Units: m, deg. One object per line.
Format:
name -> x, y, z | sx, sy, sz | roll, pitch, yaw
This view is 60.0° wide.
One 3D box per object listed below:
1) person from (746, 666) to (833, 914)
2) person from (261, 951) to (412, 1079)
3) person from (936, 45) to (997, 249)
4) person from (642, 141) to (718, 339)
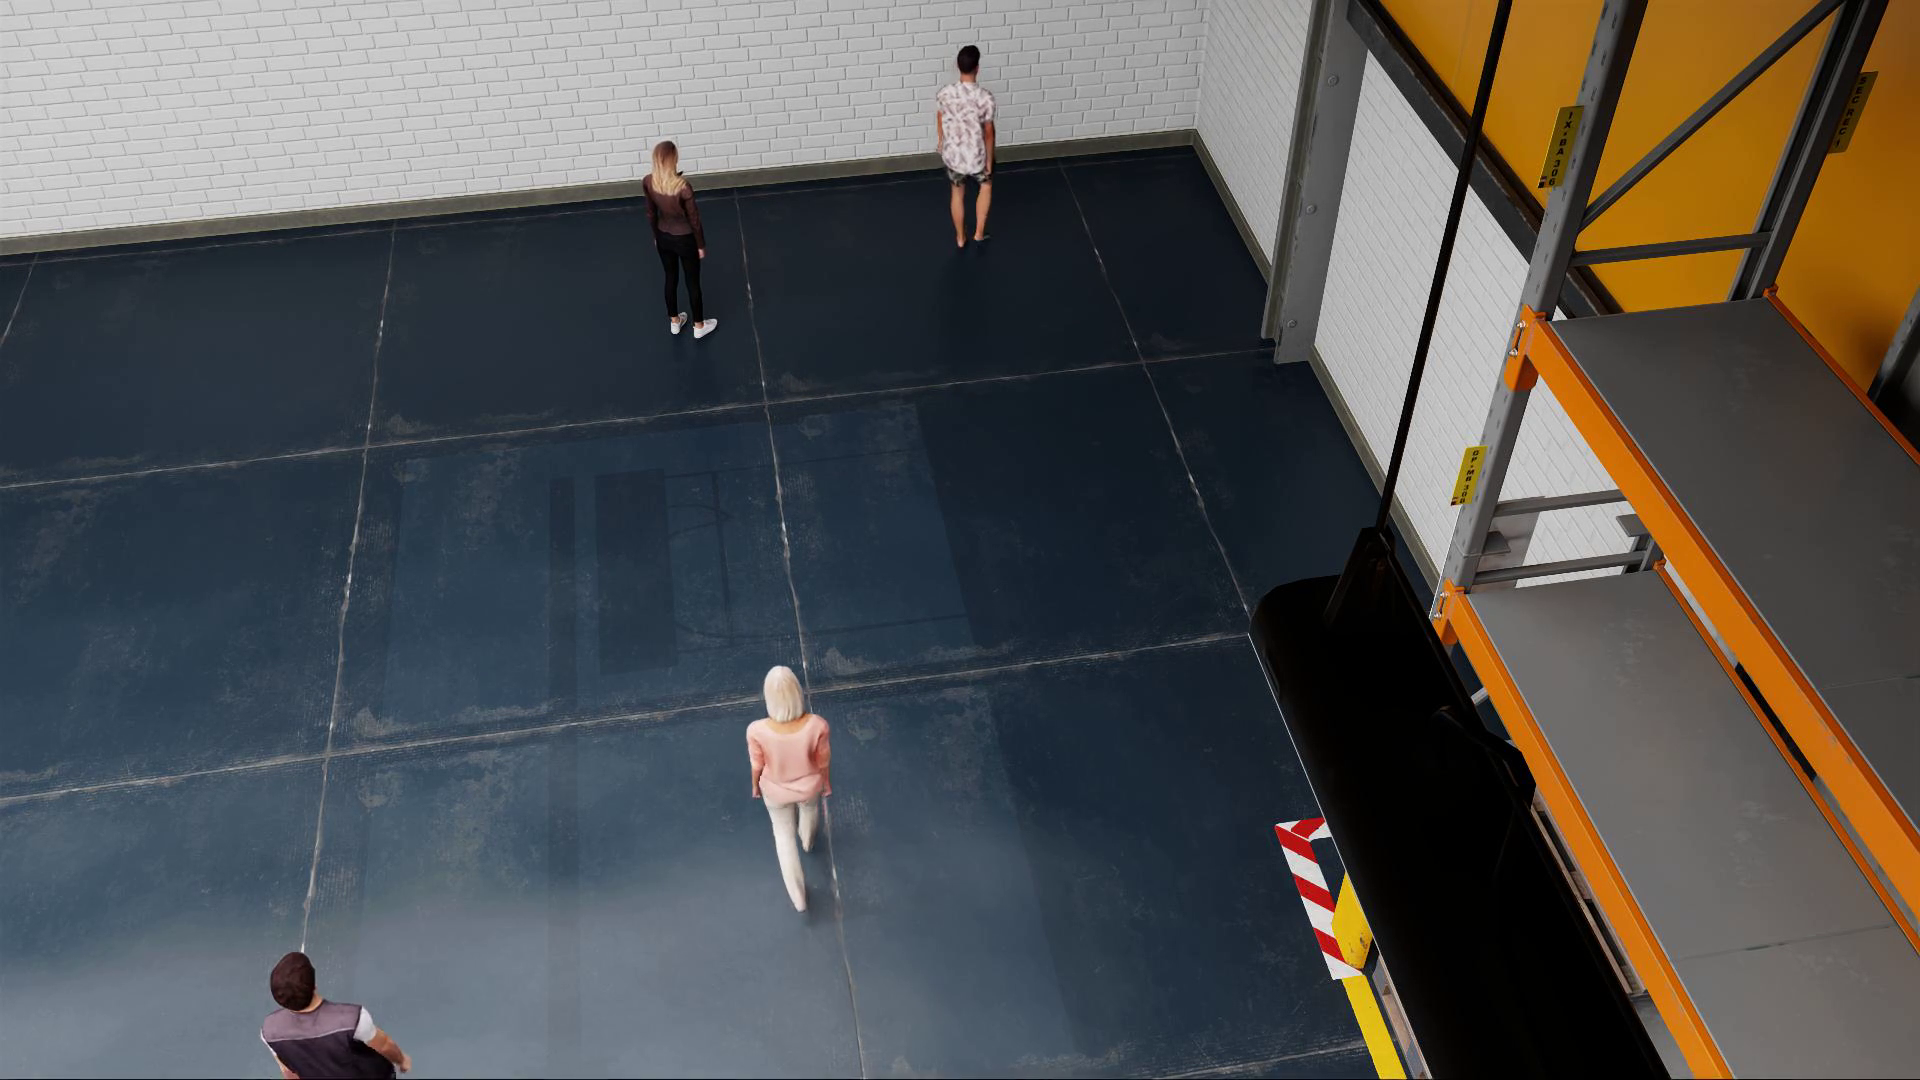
person -> -0.913, 1.370, 9.062 | 0.596, 1.705, 0.935 | -8, 44, -8
person -> -2.842, 2.577, 7.711 | 0.798, 1.821, 1.172 | 0, 44, 0
person -> 0.032, -3.191, 13.779 | 0.790, 1.803, 0.783 | 9, 44, 10
person -> -2.204, -2.328, 12.944 | 0.677, 1.705, 0.685 | 16, 46, 16
